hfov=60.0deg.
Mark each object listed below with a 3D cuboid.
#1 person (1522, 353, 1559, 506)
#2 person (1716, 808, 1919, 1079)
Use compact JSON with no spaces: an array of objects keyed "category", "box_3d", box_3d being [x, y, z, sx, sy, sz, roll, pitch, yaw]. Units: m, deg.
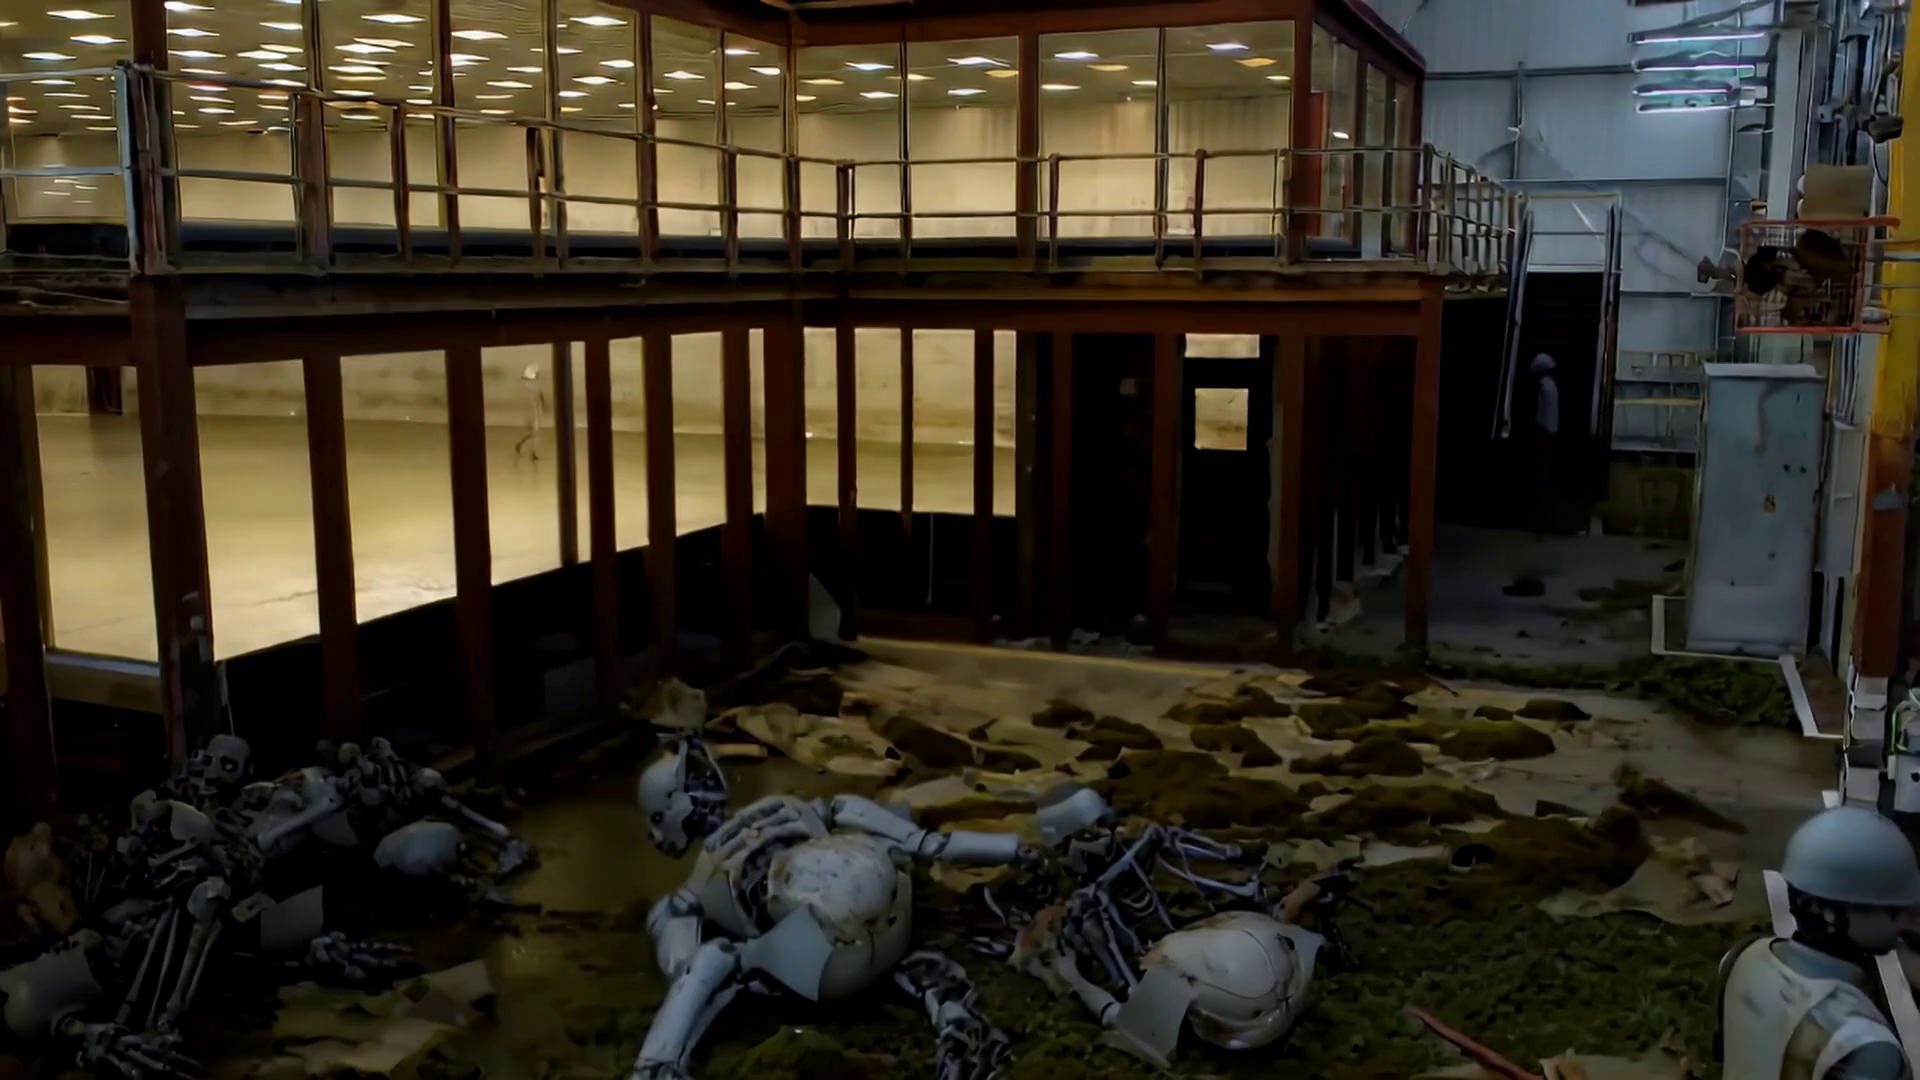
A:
[{"category":"person","box_3d":[7.563,-1.432,21.626,0.396,1.992,0.623,1,9,9]},{"category":"person","box_3d":[1.823,1.519,3.577,0.395,1.946,0.605,0,9,-1]}]
